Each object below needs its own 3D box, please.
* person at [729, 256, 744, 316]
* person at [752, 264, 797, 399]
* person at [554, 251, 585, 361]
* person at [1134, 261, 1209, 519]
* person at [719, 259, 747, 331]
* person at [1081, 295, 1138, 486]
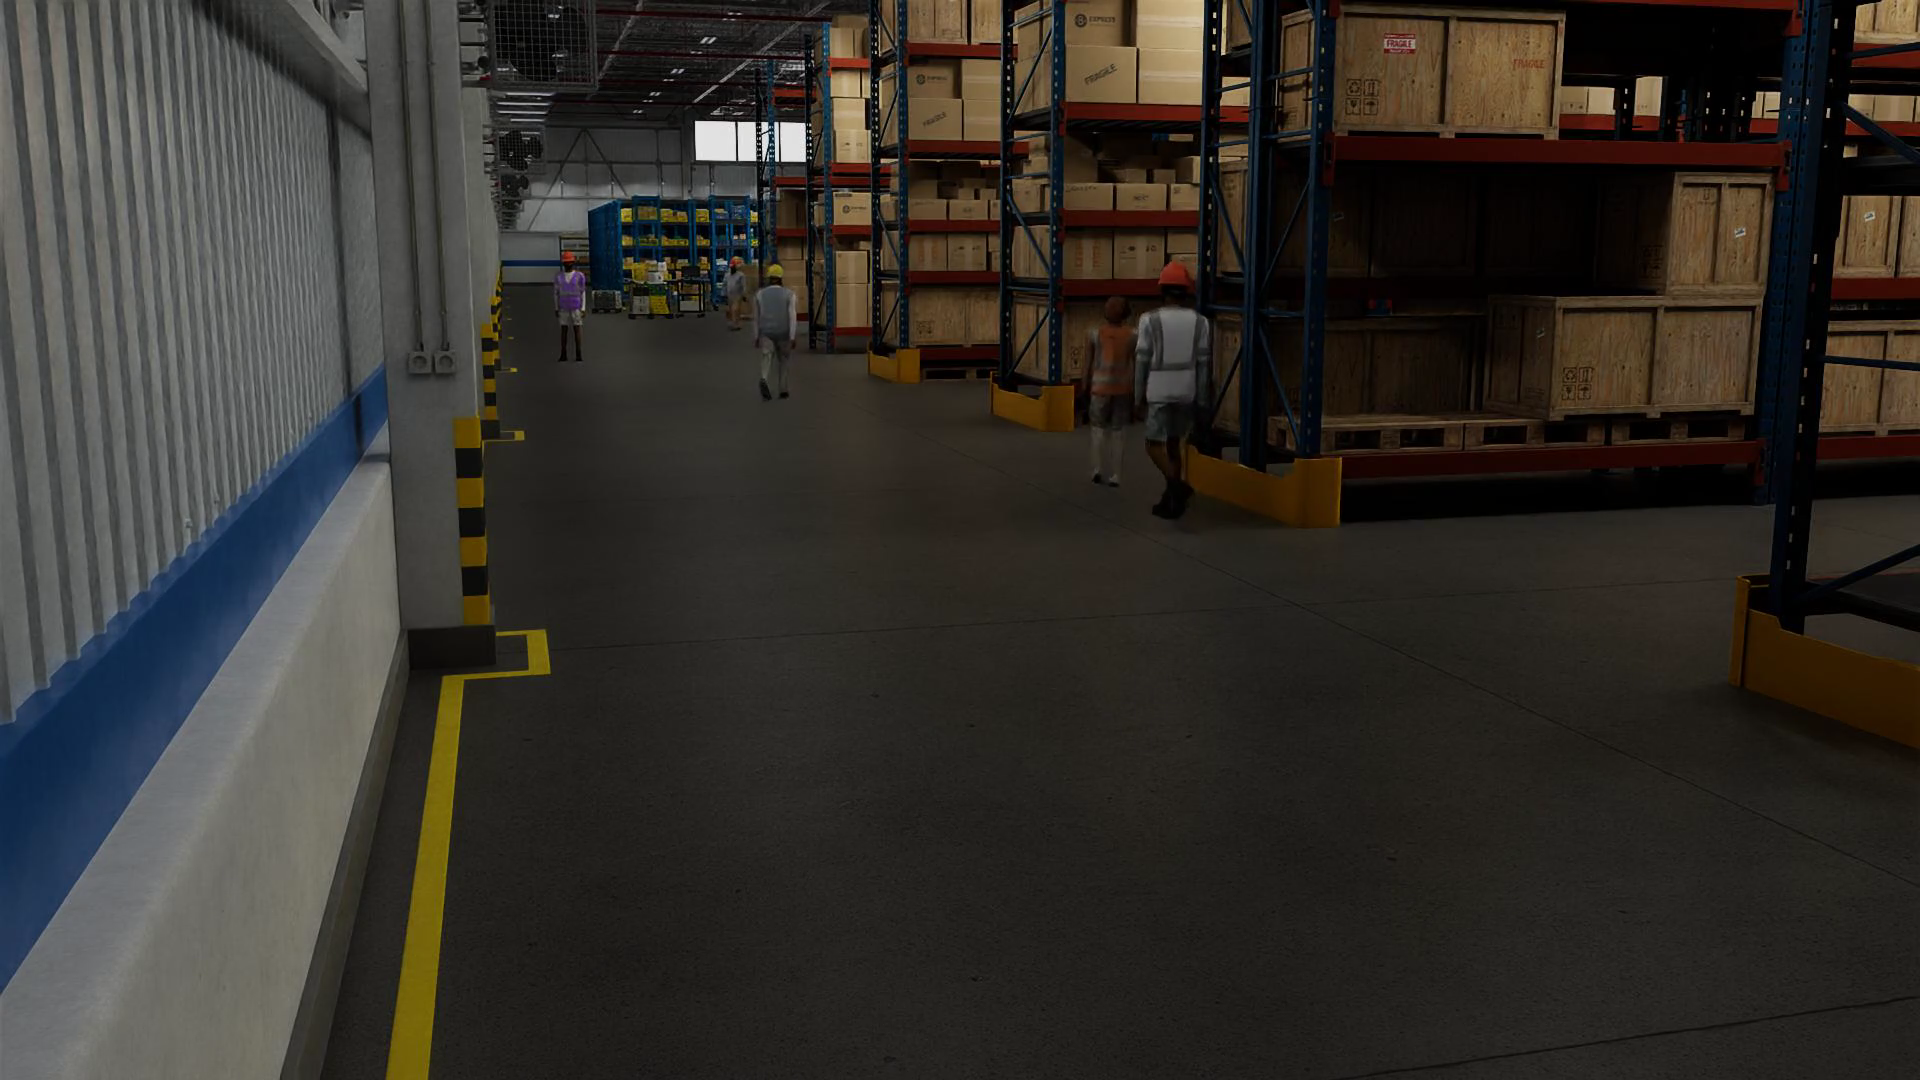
[{"bbox_3d":[-6.457,-7.331,48.136,0.485,1.734,0.348,5,11,24],"label":"person"},{"bbox_3d":[-2.452,-2.724,21.875,0.606,1.805,0.797,1,10,7],"label":"person"},{"bbox_3d":[-6.882,-4.117,29.348,0.542,1.939,0.361,-1,10,-5],"label":"person"},{"bbox_3d":[1.564,-1.072,12.173,0.554,1.916,0.696,-3,10,-15],"label":"person"},{"bbox_3d":[-5.456,-5.841,39.763,0.589,1.698,0.882,4,11,24],"label":"person"},{"bbox_3d":[1.285,-1.260,14.054,0.539,1.614,0.448,0,10,2],"label":"person"}]
